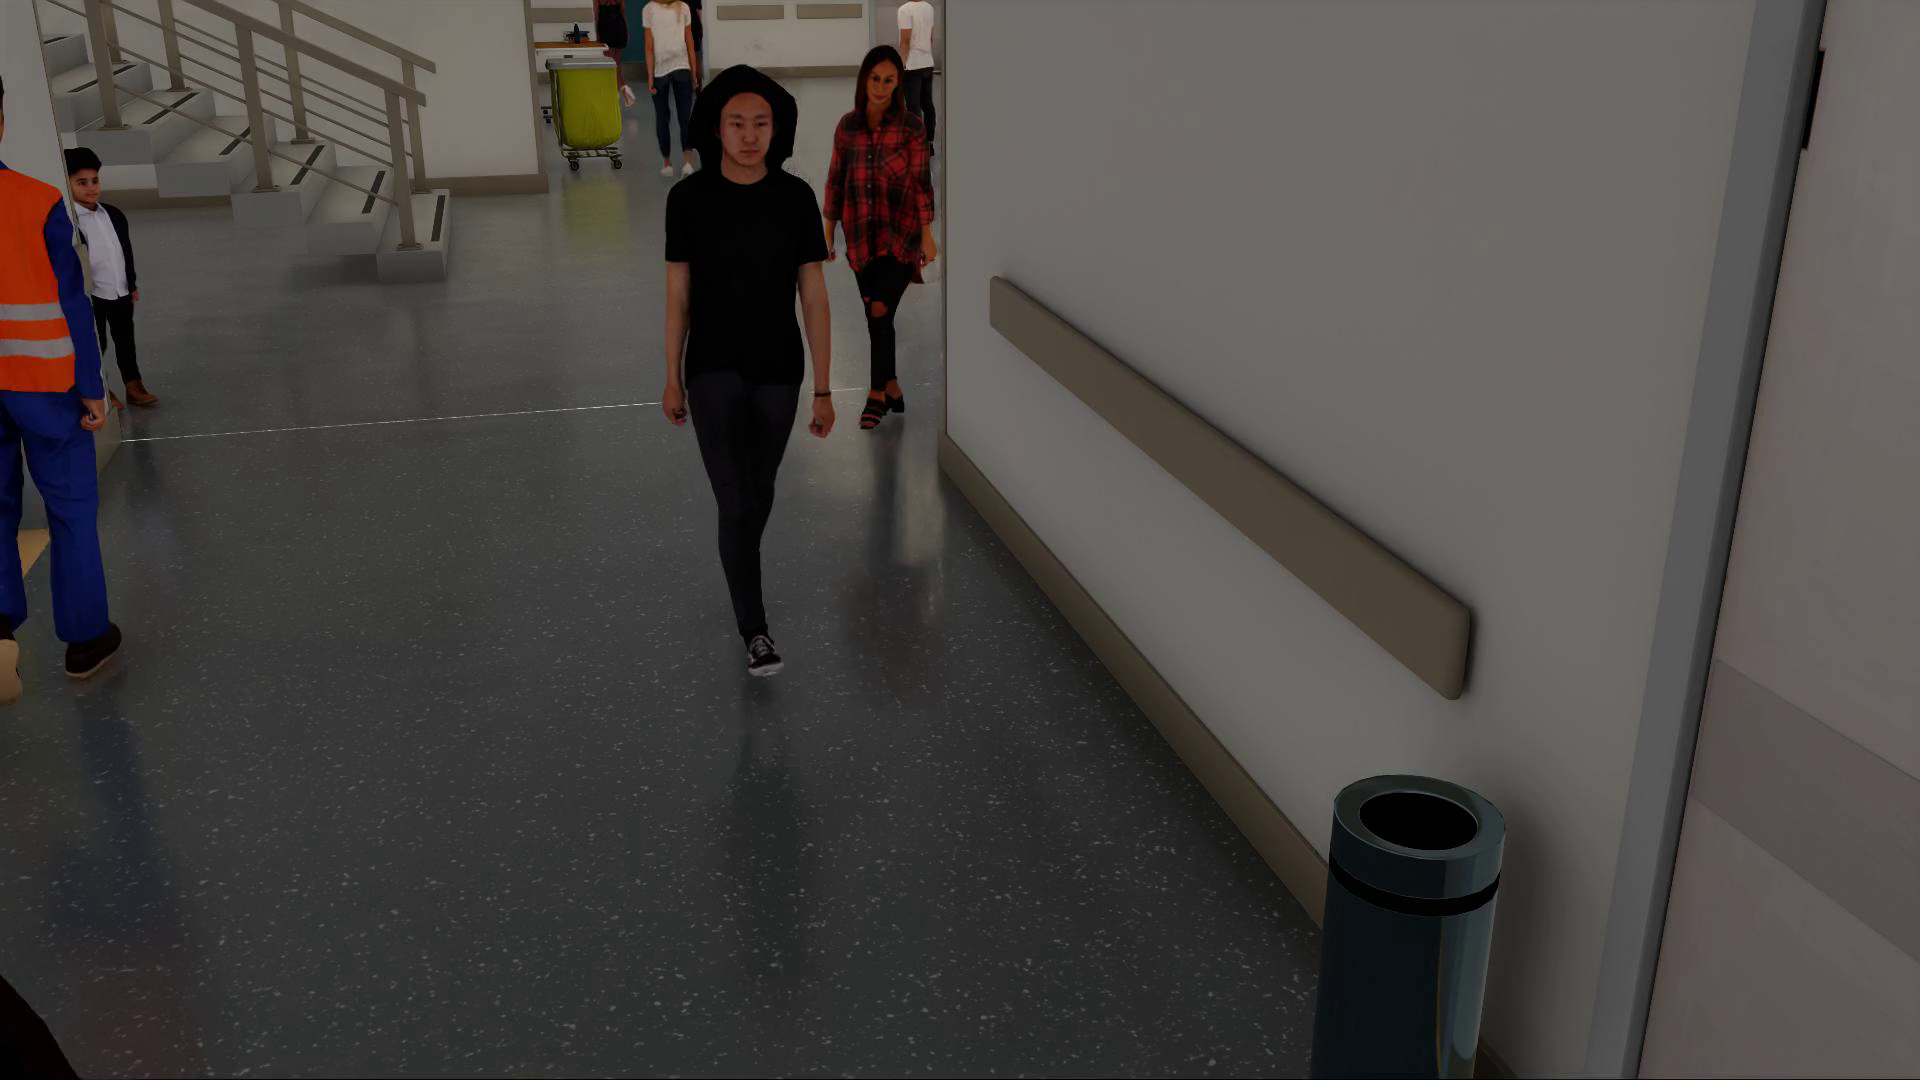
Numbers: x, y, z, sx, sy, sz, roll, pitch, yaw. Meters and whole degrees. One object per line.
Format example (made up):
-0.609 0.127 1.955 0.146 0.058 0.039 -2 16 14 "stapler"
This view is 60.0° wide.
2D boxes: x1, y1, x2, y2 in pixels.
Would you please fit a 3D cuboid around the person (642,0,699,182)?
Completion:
-2.401 -3.863 13.994 1.113 1.767 0.674 -6 22 -15 "person"

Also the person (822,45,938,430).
-0.295 -1.342 7.459 0.806 1.679 0.869 12 24 29 "person"

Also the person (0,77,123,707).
-2.716 -0.388 4.705 0.933 1.847 0.764 -5 21 -12 "person"

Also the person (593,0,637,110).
-3.959 -5.767 19.045 1.094 1.749 0.914 -14 25 -33 "person"

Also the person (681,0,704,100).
-3.409 -6.386 20.738 0.433 1.706 0.647 -5 21 -12 "person"

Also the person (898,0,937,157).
-0.408 -4.486 15.658 0.757 1.722 0.671 15 25 34 "person"

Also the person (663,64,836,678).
-0.670 -0.535 5.165 1.109 1.783 0.733 -6 22 -15 "person"

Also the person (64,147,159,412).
-4.013 -1.211 7.759 0.636 1.222 0.570 13 24 30 "person"
